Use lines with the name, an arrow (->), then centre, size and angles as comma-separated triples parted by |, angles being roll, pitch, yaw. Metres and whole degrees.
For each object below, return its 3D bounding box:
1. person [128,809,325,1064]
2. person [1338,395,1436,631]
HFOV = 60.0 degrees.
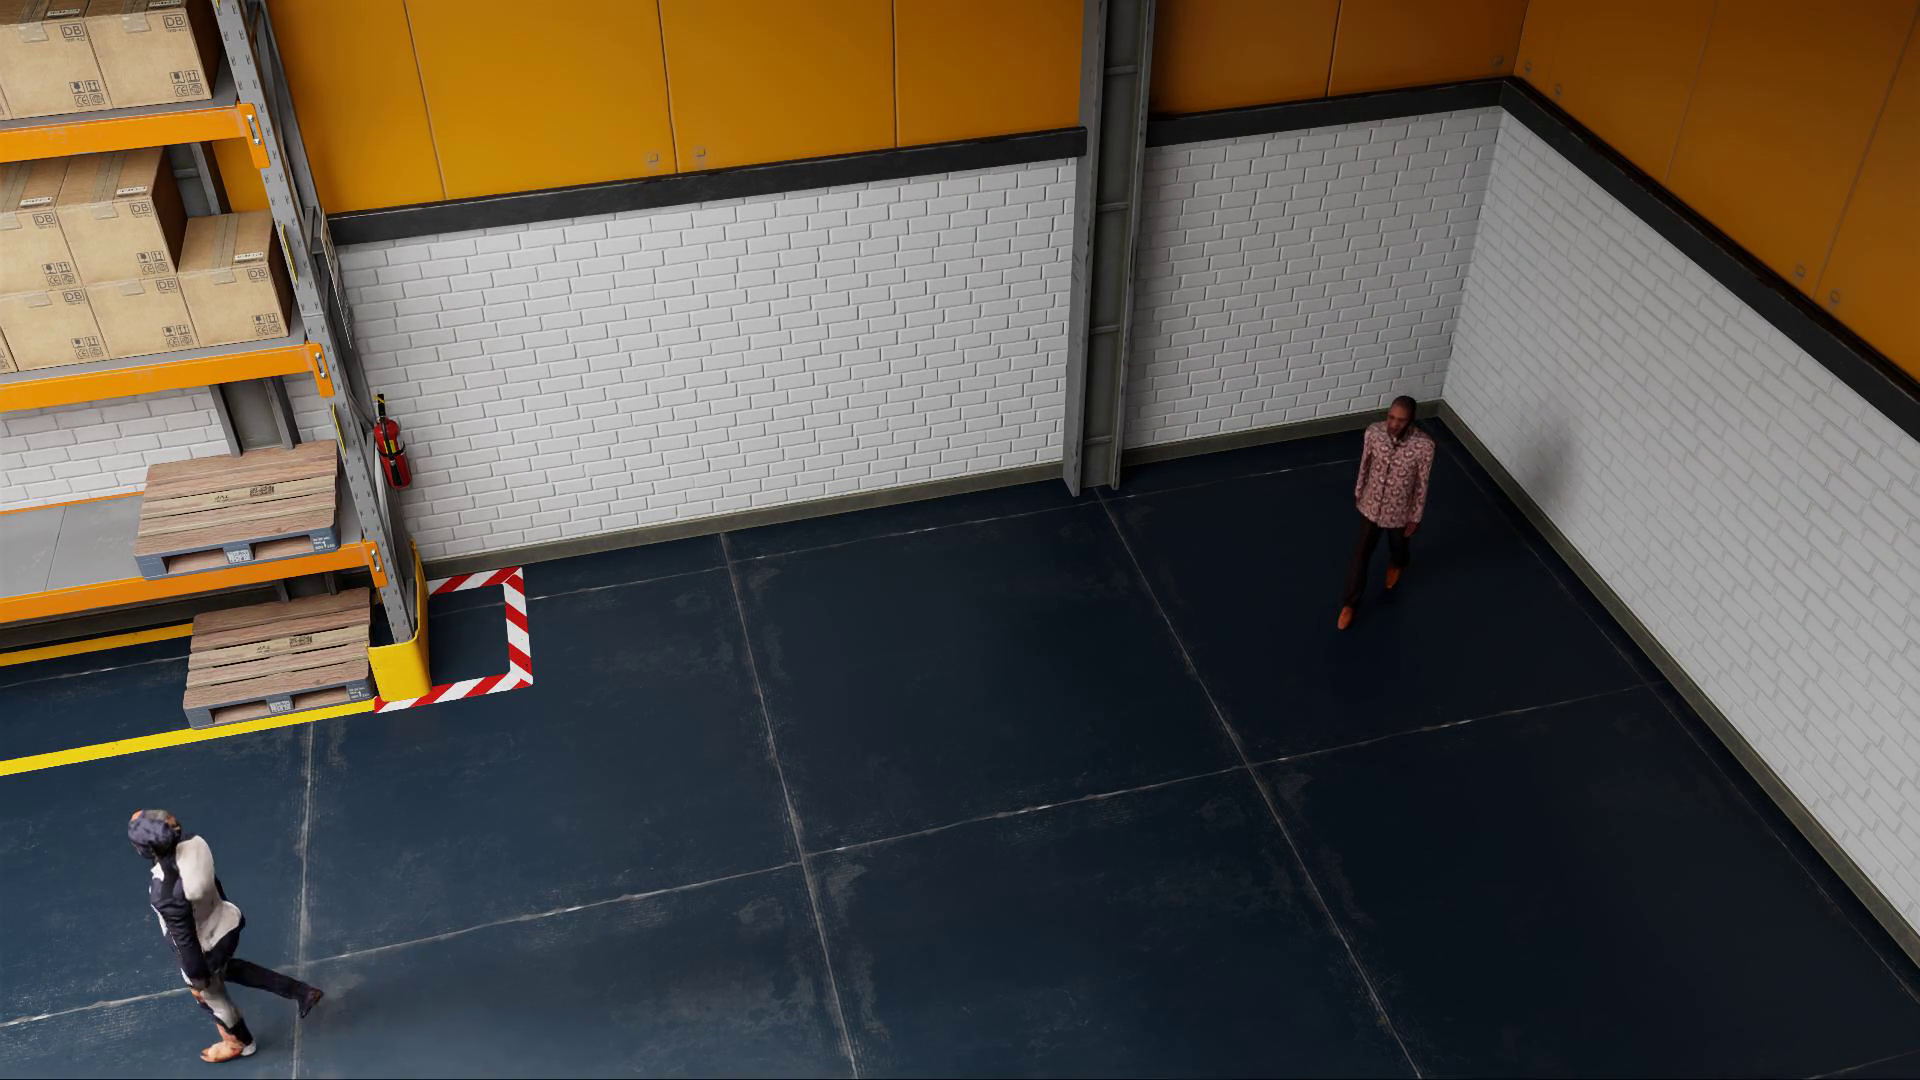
person -> -3.874, 2.102, 8.742 | 0.971, 1.876, 0.746 | -5, 39, -6
person -> 3.083, -0.286, 11.802 | 1.191, 1.790, 1.202 | 17, 41, 20
